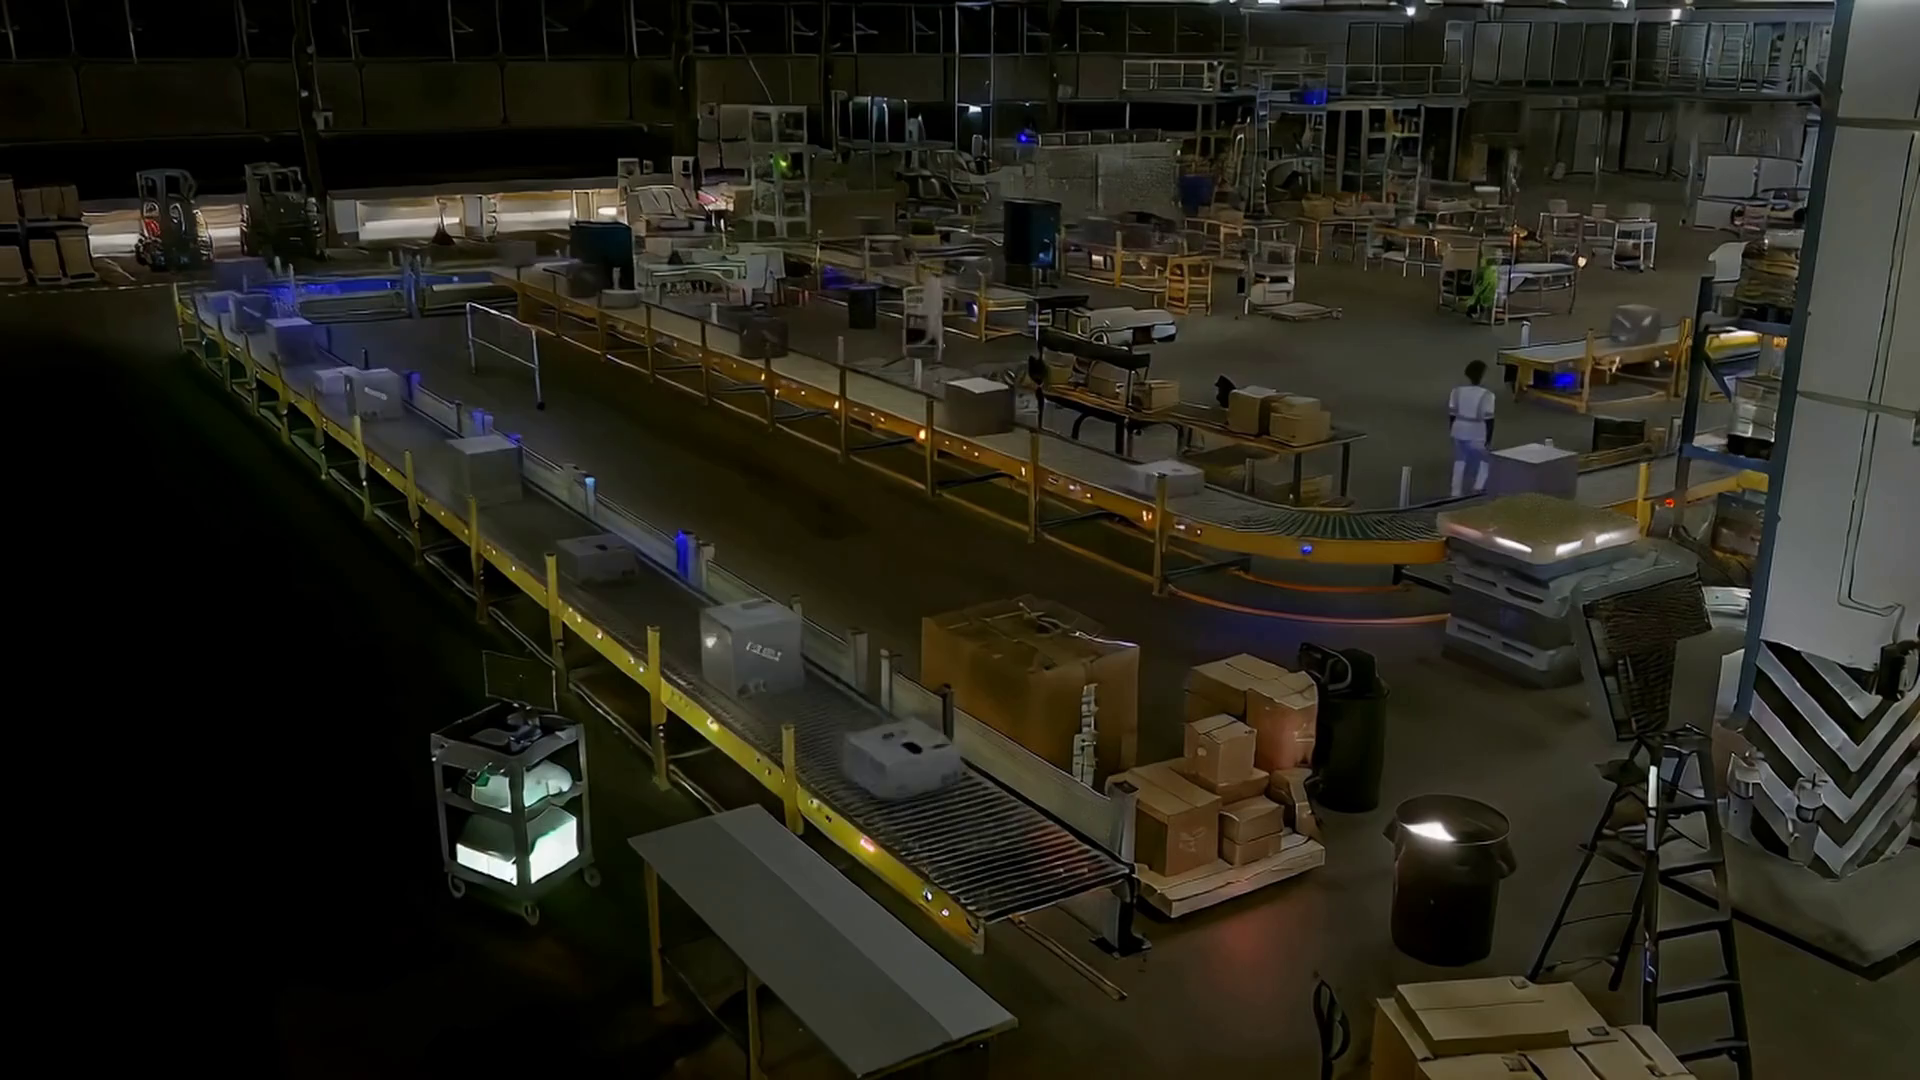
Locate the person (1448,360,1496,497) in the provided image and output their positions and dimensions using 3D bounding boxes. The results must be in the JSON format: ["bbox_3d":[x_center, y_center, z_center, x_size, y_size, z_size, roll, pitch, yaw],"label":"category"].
[{"bbox_3d":[5.552,-1.124,17.987,0.558,1.672,0.621,15,22,41],"label":"person"}]

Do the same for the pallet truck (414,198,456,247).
[{"bbox_3d":[-13.250,-8.060,41.856,0.680,1.201,1.601,-10,20,-31],"label":"pallet truck"}]

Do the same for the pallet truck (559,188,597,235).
[{"bbox_3d":[-10.010,-8.652,43.699,0.653,1.274,1.630,-10,20,-31],"label":"pallet truck"}]

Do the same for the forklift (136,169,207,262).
[{"bbox_3d":[-17.842,-7.318,37.559,1.157,1.987,2.680,-10,20,-31],"label":"forklift"}]

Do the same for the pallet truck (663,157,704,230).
[{"bbox_3d":[-7.586,-9.308,44.692,0.823,1.965,1.885,-11,20,-33],"label":"pallet truck"}]

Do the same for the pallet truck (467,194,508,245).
[{"bbox_3d":[-11.983,-8.177,42.137,0.704,1.261,1.522,-11,20,-33],"label":"pallet truck"}]

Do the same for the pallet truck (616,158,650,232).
[{"bbox_3d":[-8.918,-9.176,44.255,0.823,1.965,1.885,-9,19,-27],"label":"pallet truck"}]

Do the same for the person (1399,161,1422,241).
[{"bbox_3d":[11.651,-8.642,42.447,0.747,2.017,0.617,-1,17,-5],"label":"person"}]

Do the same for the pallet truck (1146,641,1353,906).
[{"bbox_3d":[1.664,1.407,10.232,1.630,1.274,0.653,-10,20,-31],"label":"pallet truck"}]

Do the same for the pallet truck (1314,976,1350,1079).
[{"bbox_3d":[2.299,2.390,7.086,1.601,1.201,0.680,-2,17,-7],"label":"pallet truck"}]

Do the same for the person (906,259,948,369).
[{"bbox_3d":[-0.476,-3.476,25.705,0.662,1.747,0.531,10,19,29],"label":"person"}]

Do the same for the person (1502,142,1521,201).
[{"bbox_3d":[17.572,-11.723,52.953,0.588,1.867,0.617,-12,20,-34],"label":"person"}]

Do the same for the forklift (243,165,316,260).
[{"bbox_3d":[-15.898,-7.669,38.708,1.157,1.987,2.680,-11,20,-33],"label":"forklift"}]
